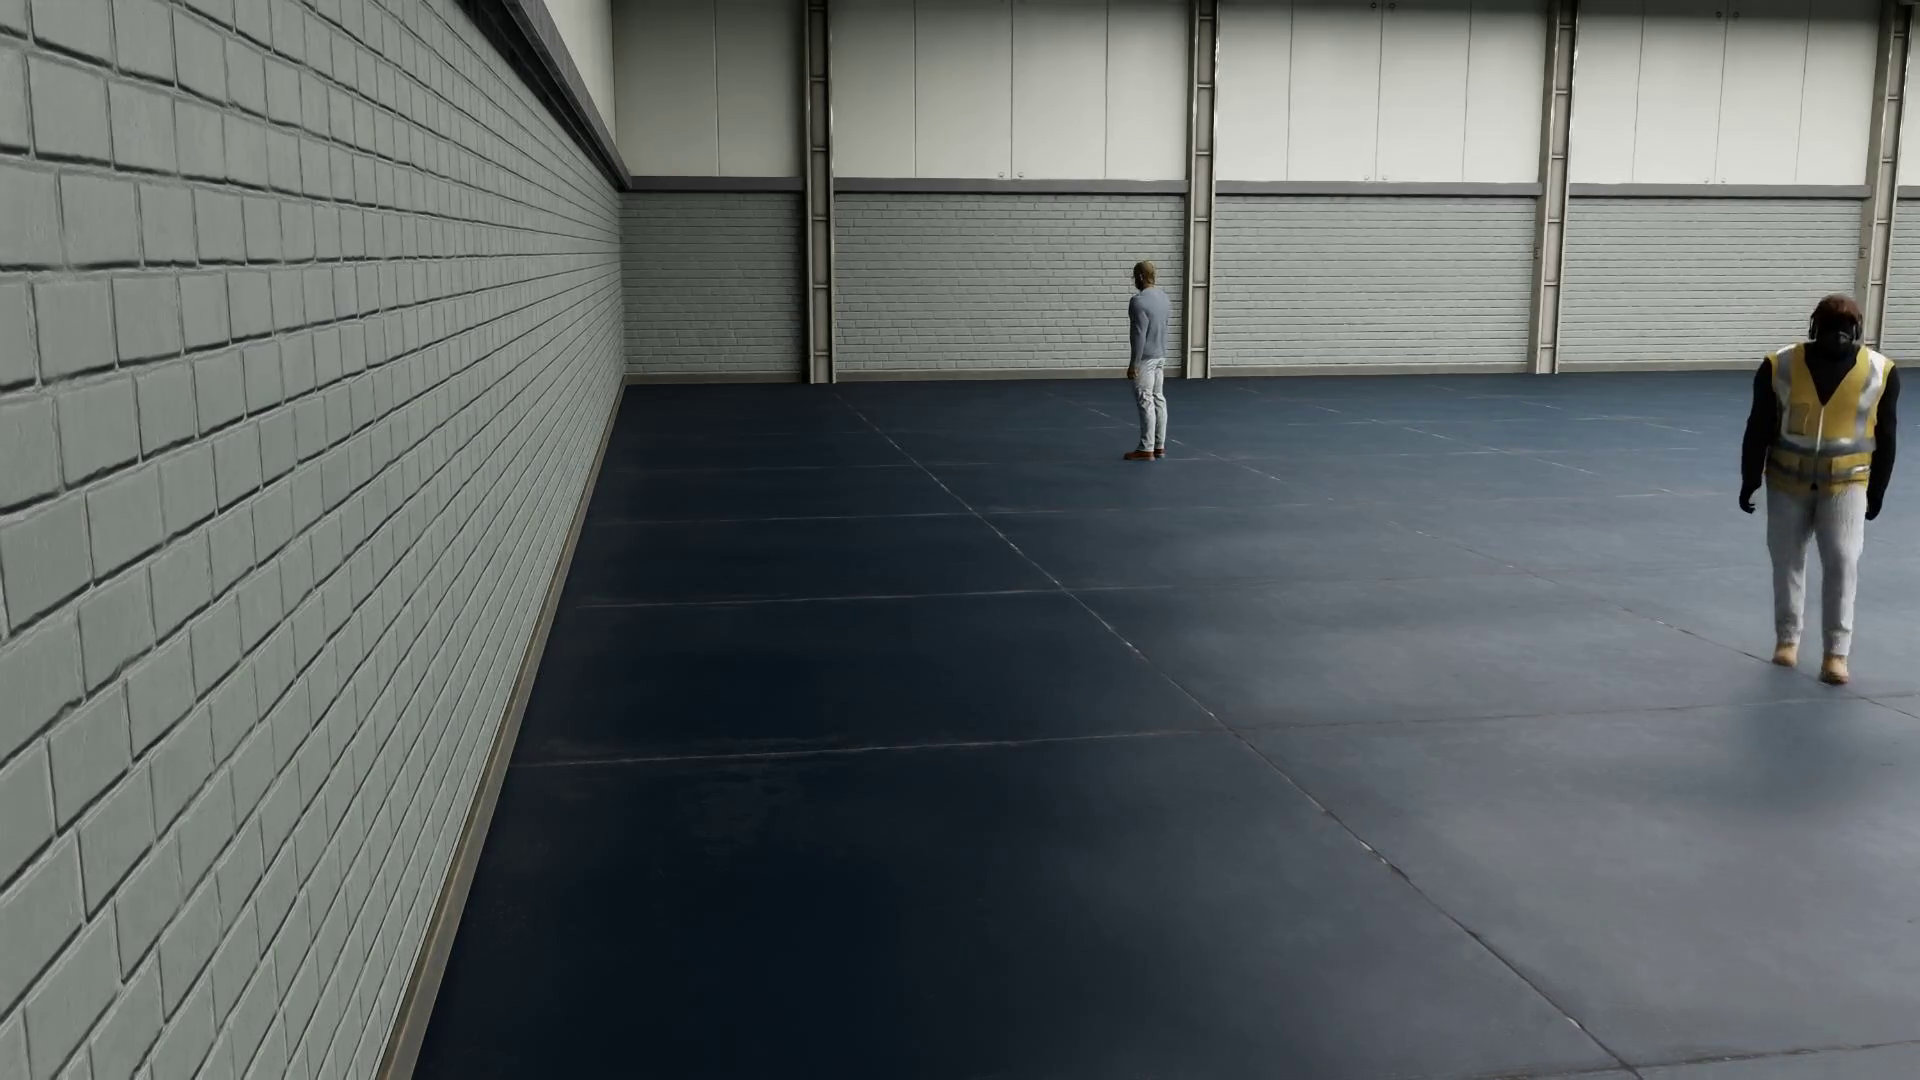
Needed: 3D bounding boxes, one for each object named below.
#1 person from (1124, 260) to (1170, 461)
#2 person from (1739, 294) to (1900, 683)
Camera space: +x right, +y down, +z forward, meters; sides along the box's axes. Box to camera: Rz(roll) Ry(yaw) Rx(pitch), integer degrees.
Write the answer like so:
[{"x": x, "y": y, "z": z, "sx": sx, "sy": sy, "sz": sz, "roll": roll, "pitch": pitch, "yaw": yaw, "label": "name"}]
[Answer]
[{"x": 1.813, "y": -1.733, "z": 16.134, "sx": 0.362, "sy": 1.932, "sz": 0.631, "roll": 7, "pitch": 12, "yaw": 33, "label": "person"}, {"x": 4.063, "y": -0.245, "z": 7.917, "sx": 0.649, "sy": 1.817, "sz": 0.746, "roll": 6, "pitch": 11, "yaw": 29, "label": "person"}]
